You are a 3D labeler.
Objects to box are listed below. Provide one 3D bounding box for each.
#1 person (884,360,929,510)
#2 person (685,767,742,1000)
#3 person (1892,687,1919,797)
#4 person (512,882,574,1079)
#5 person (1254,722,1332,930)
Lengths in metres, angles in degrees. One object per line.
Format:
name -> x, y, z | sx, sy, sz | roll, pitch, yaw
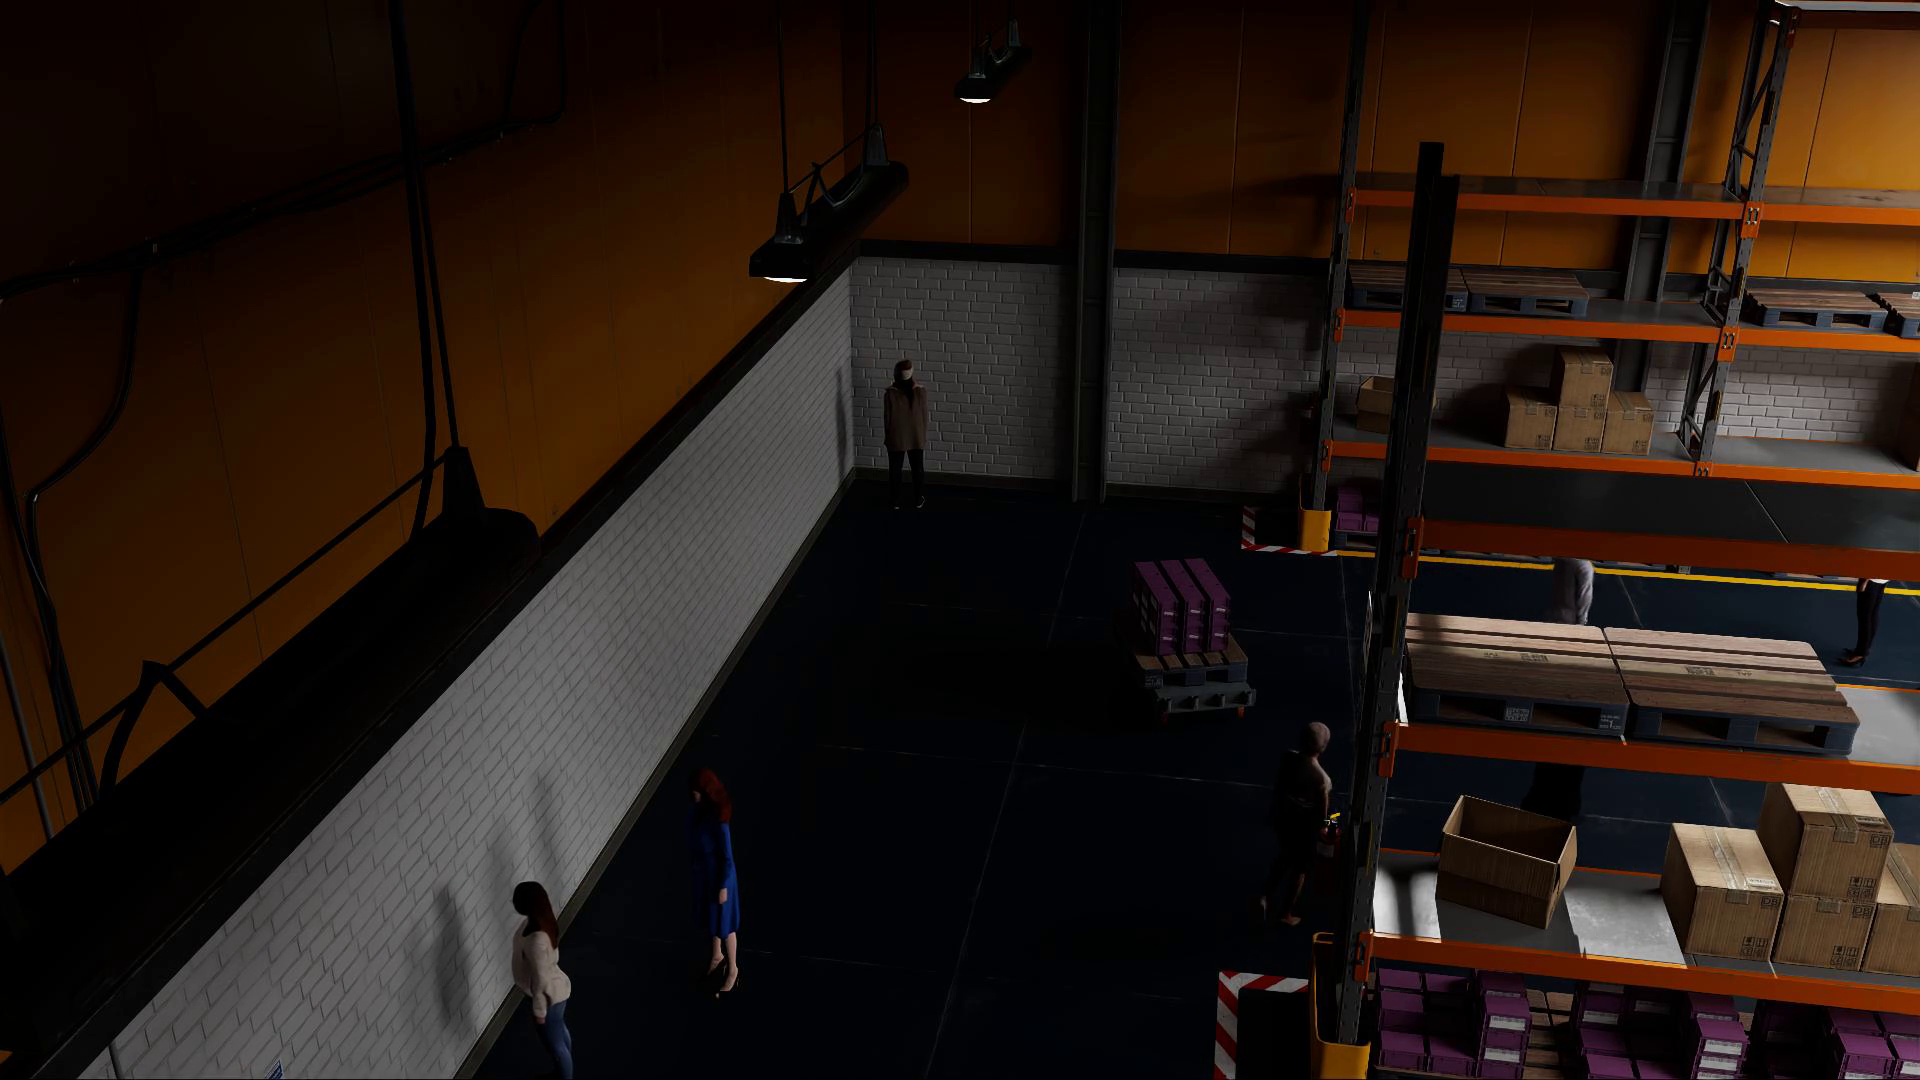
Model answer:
person -> -0.653, -1.276, 19.784 | 0.702, 1.875, 0.828 | -3, 24, -6
person -> -1.703, 2.355, 11.537 | 0.771, 1.825, 0.713 | -15, 28, -31
person -> 8.088, 1.683, 14.079 | 0.463, 1.022, 0.443 | 1, 24, 3
person -> -2.617, 2.867, 10.532 | 0.669, 1.694, 0.688 | -4, 24, -9
person -> 2.397, 2.138, 12.150 | 0.967, 1.733, 0.907 | -13, 27, -27
